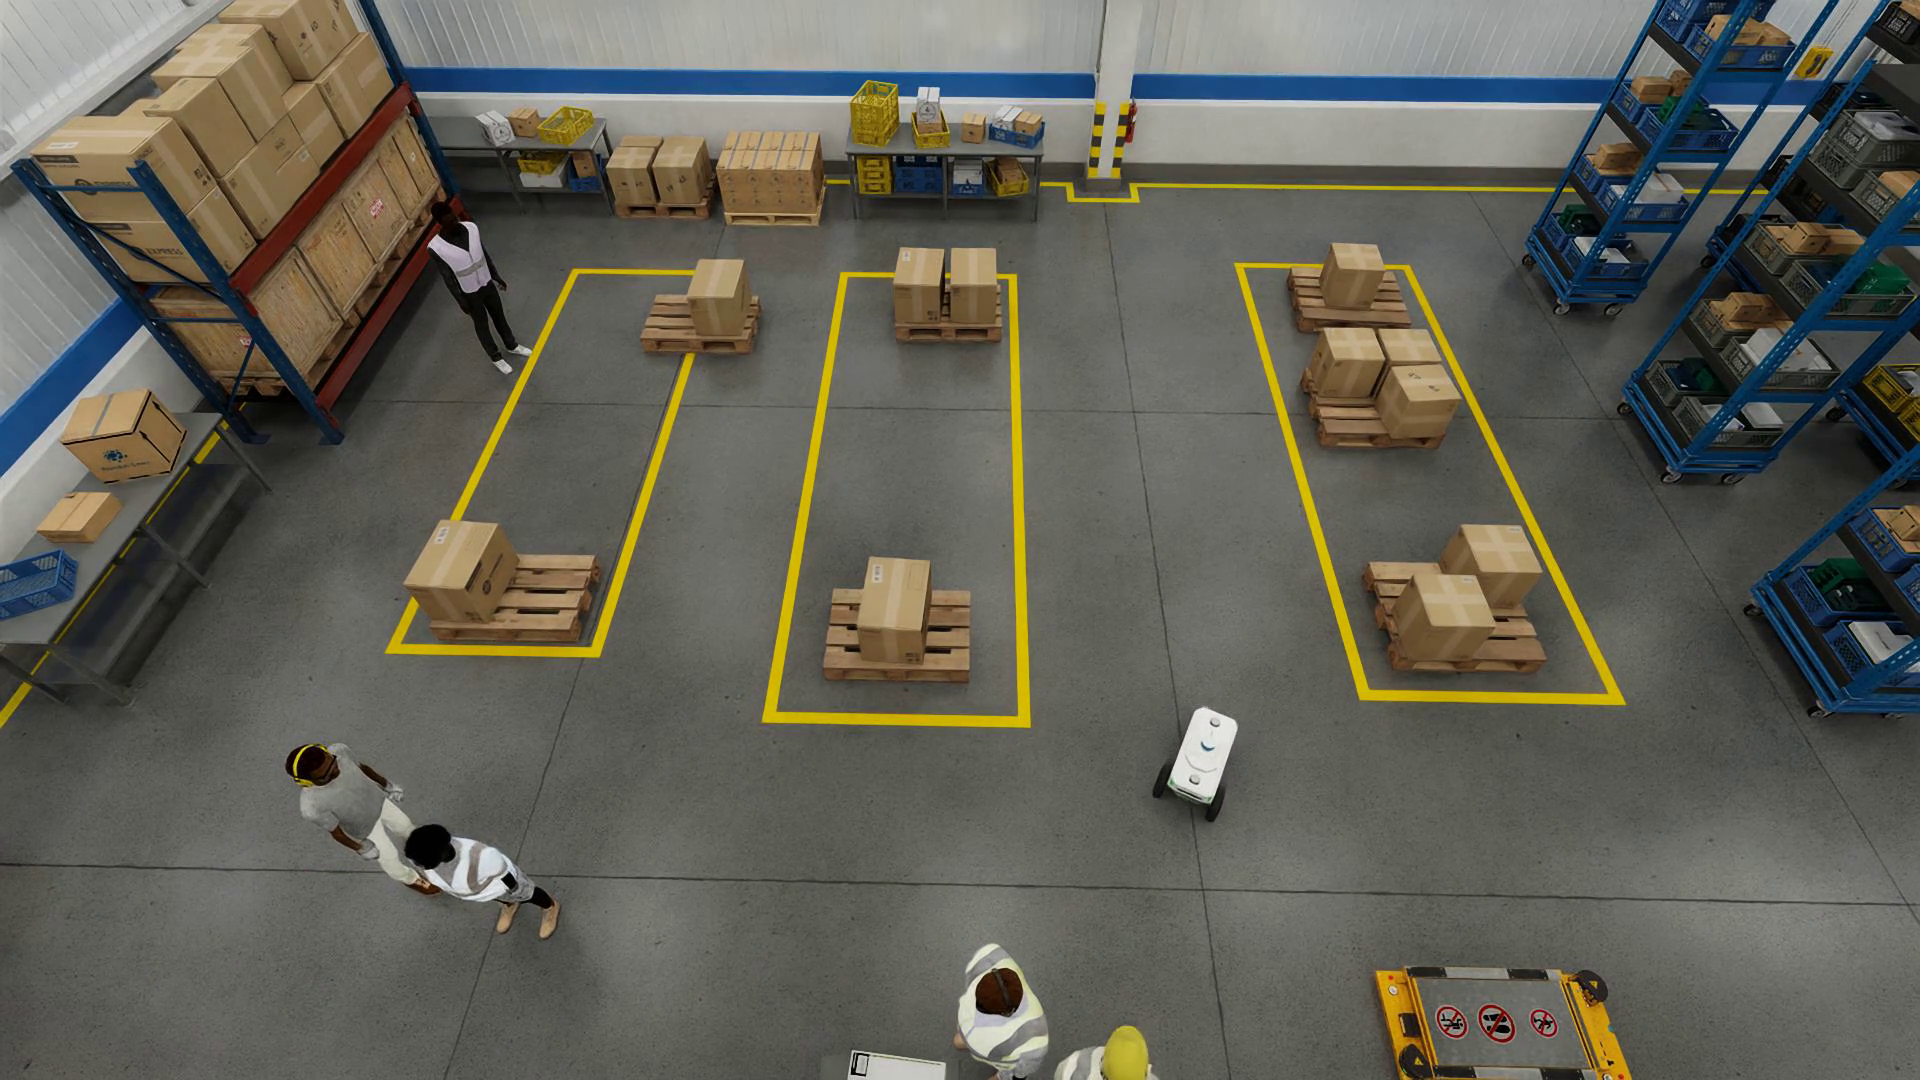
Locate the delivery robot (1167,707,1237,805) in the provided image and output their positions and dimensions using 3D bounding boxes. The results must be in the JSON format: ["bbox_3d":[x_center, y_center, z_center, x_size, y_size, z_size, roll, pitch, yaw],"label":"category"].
[{"bbox_3d":[1.828,1.627,6.901,0.477,0.478,0.707,21,54,16],"label":"delivery robot"}]

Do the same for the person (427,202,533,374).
[{"bbox_3d":[-5.048,-2.647,9.570,0.392,1.920,0.588,20,53,15],"label":"person"}]

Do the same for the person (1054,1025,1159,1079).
[{"bbox_3d":[0.803,3.029,5.007,0.599,1.824,0.403,19,53,15],"label":"person"}]

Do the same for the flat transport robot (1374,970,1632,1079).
[{"bbox_3d":[3.501,3.133,5.914,1.431,0.197,0.652,1,51,1],"label":"flat transport robot"}]

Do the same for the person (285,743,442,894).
[{"bbox_3d":[-3.839,1.800,5.988,0.344,1.862,0.515,-1,51,-1],"label":"person"}]

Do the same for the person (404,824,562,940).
[{"bbox_3d":[-3.020,2.160,5.801,0.537,1.689,0.323,5,51,4],"label":"person"}]

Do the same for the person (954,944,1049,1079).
[{"bbox_3d":[0.200,2.767,5.206,0.429,1.842,0.634,-25,55,-19],"label":"person"}]
